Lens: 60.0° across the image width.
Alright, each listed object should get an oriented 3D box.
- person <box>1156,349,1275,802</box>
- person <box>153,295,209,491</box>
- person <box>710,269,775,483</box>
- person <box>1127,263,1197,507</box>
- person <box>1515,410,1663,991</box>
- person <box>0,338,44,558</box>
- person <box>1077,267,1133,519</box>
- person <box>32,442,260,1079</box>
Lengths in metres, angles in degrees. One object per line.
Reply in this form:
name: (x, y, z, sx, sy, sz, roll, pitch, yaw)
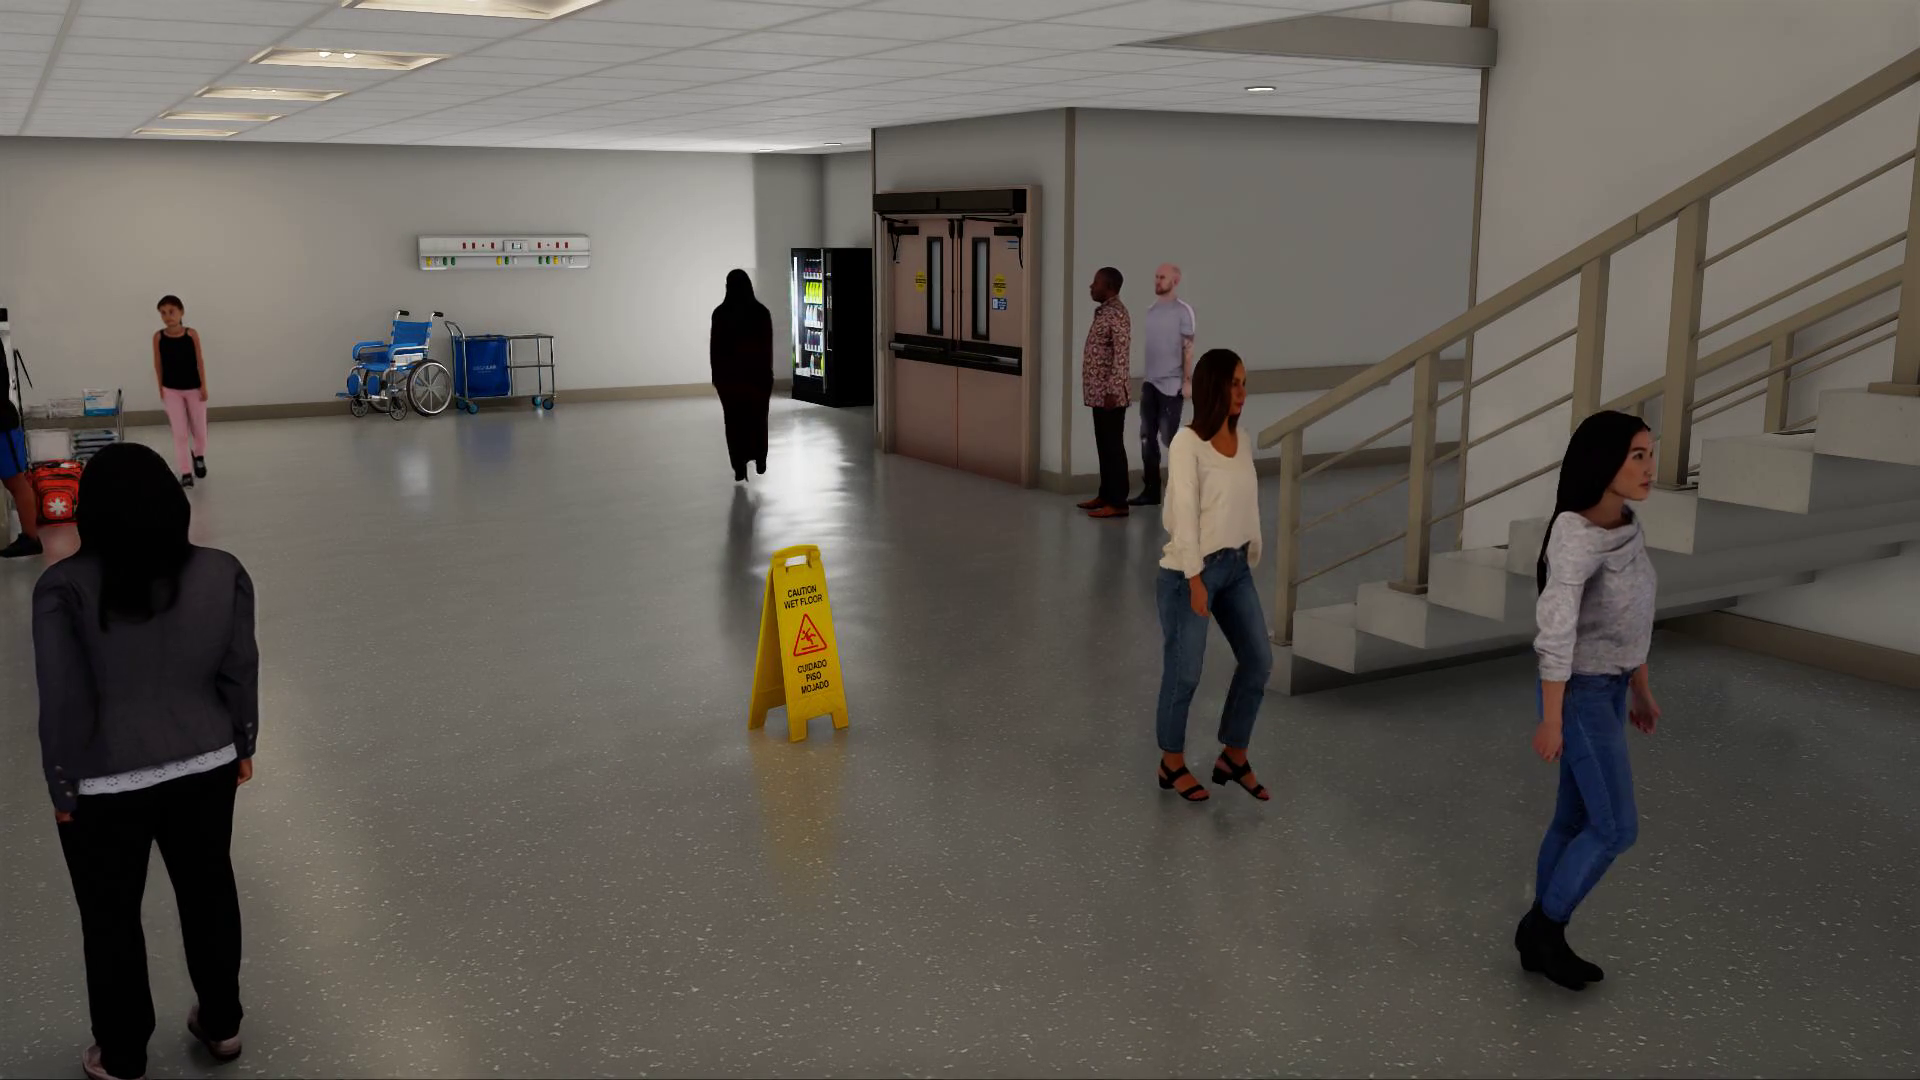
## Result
person: (0.835, 0.137, 6.106, 0.662, 1.667, 0.681, -8, 14, -38)
person: (-6.251, -1.183, 13.397, 0.587, 1.543, 0.886, -5, 12, -23)
person: (-1.742, -1.324, 13.591, 0.717, 1.746, 0.718, -4, 12, -21)
person: (1.617, -1.159, 12.545, 0.711, 1.813, 0.870, -6, 12, -29)
person: (1.654, 0.444, 4.604, 0.686, 1.623, 0.689, 8, 13, 35)
person: (-6.037, -0.741, 10.466, 0.983, 1.767, 0.990, 4, 12, 21)
person: (1.099, -1.088, 12.185, 0.837, 1.808, 0.678, -1, 11, -7)
person: (-2.001, 0.555, 4.100, 0.750, 1.594, 0.747, 10, 14, 42)
